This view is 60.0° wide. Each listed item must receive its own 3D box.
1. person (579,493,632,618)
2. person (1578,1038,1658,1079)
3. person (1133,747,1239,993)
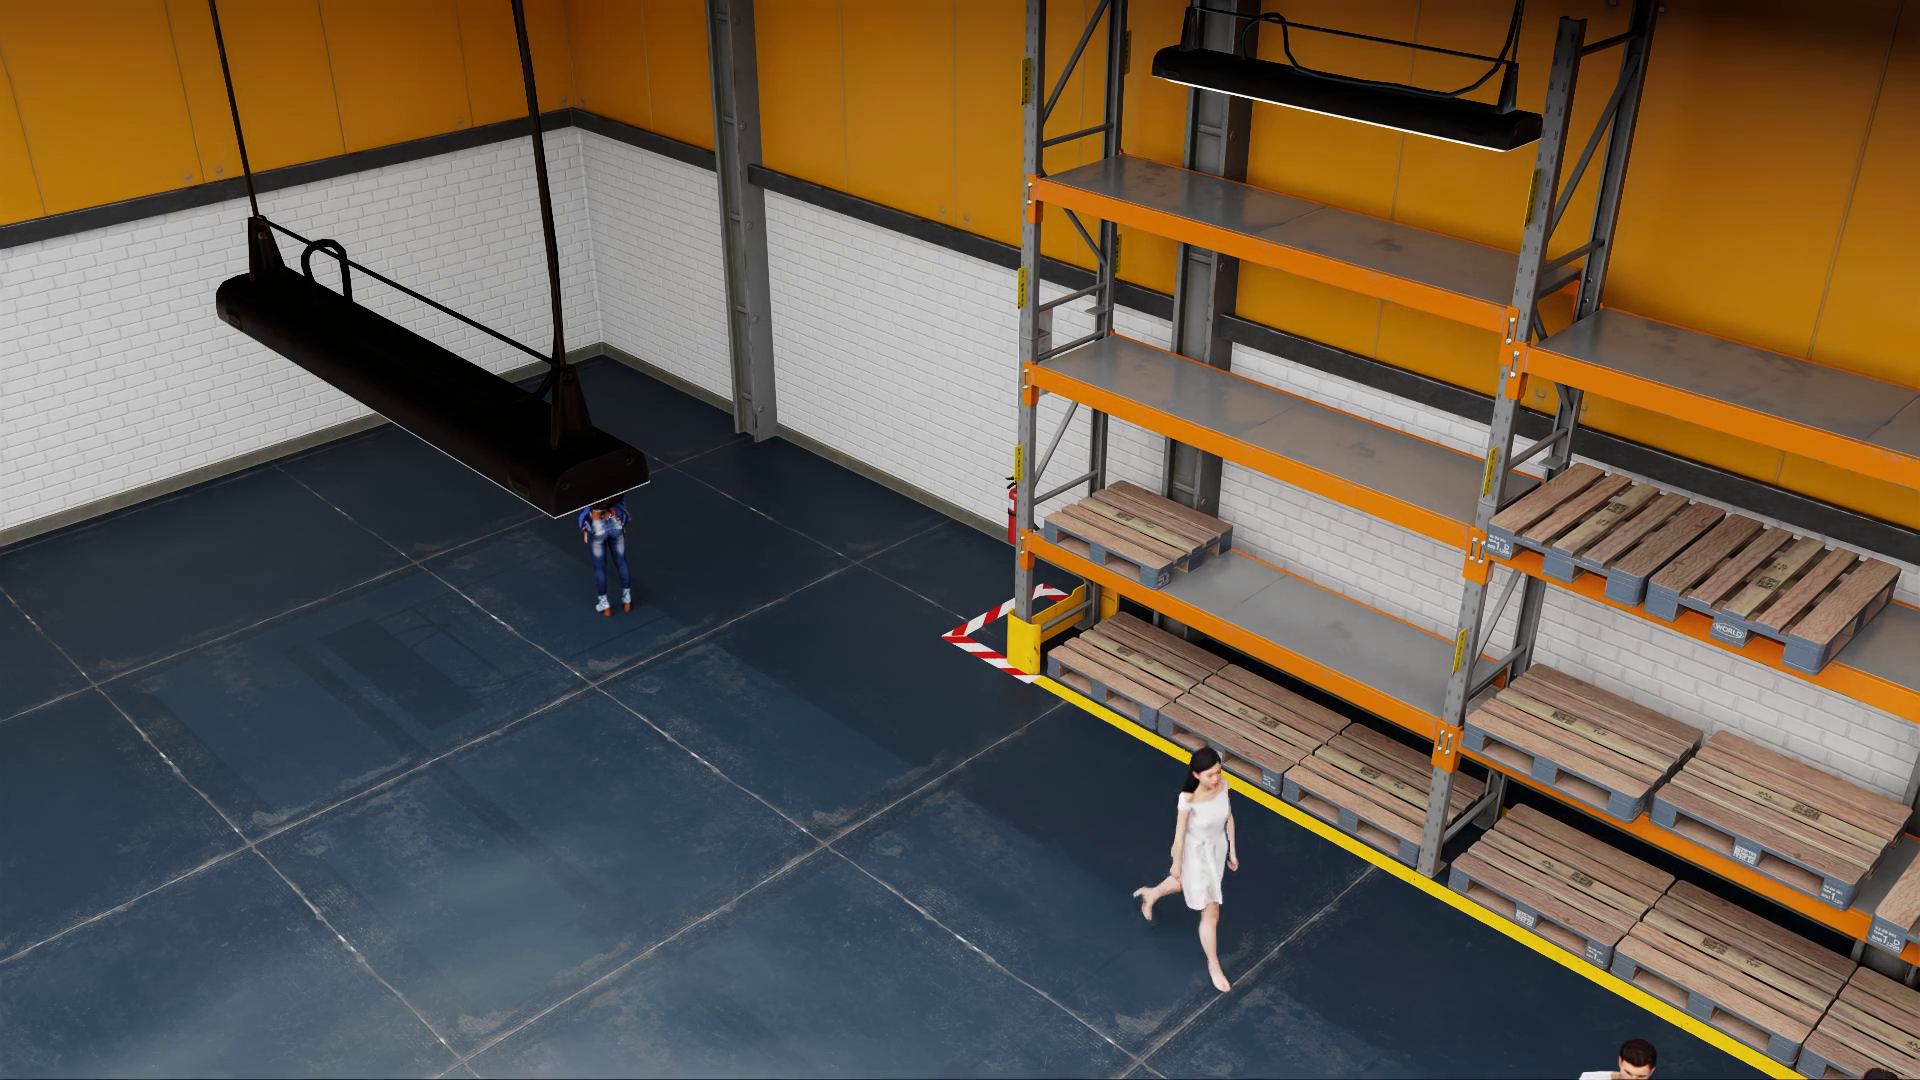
[{"bbox_3d":[-3.165,-0.083,14.857,0.666,1.619,0.639,-15,32,-25],"label":"person"},{"bbox_3d":[3.338,3.242,8.583,0.665,1.789,0.785,9,30,16],"label":"person"},{"bbox_3d":[1.506,2.046,10.827,0.701,1.740,1.183,-20,35,-33],"label":"person"}]
